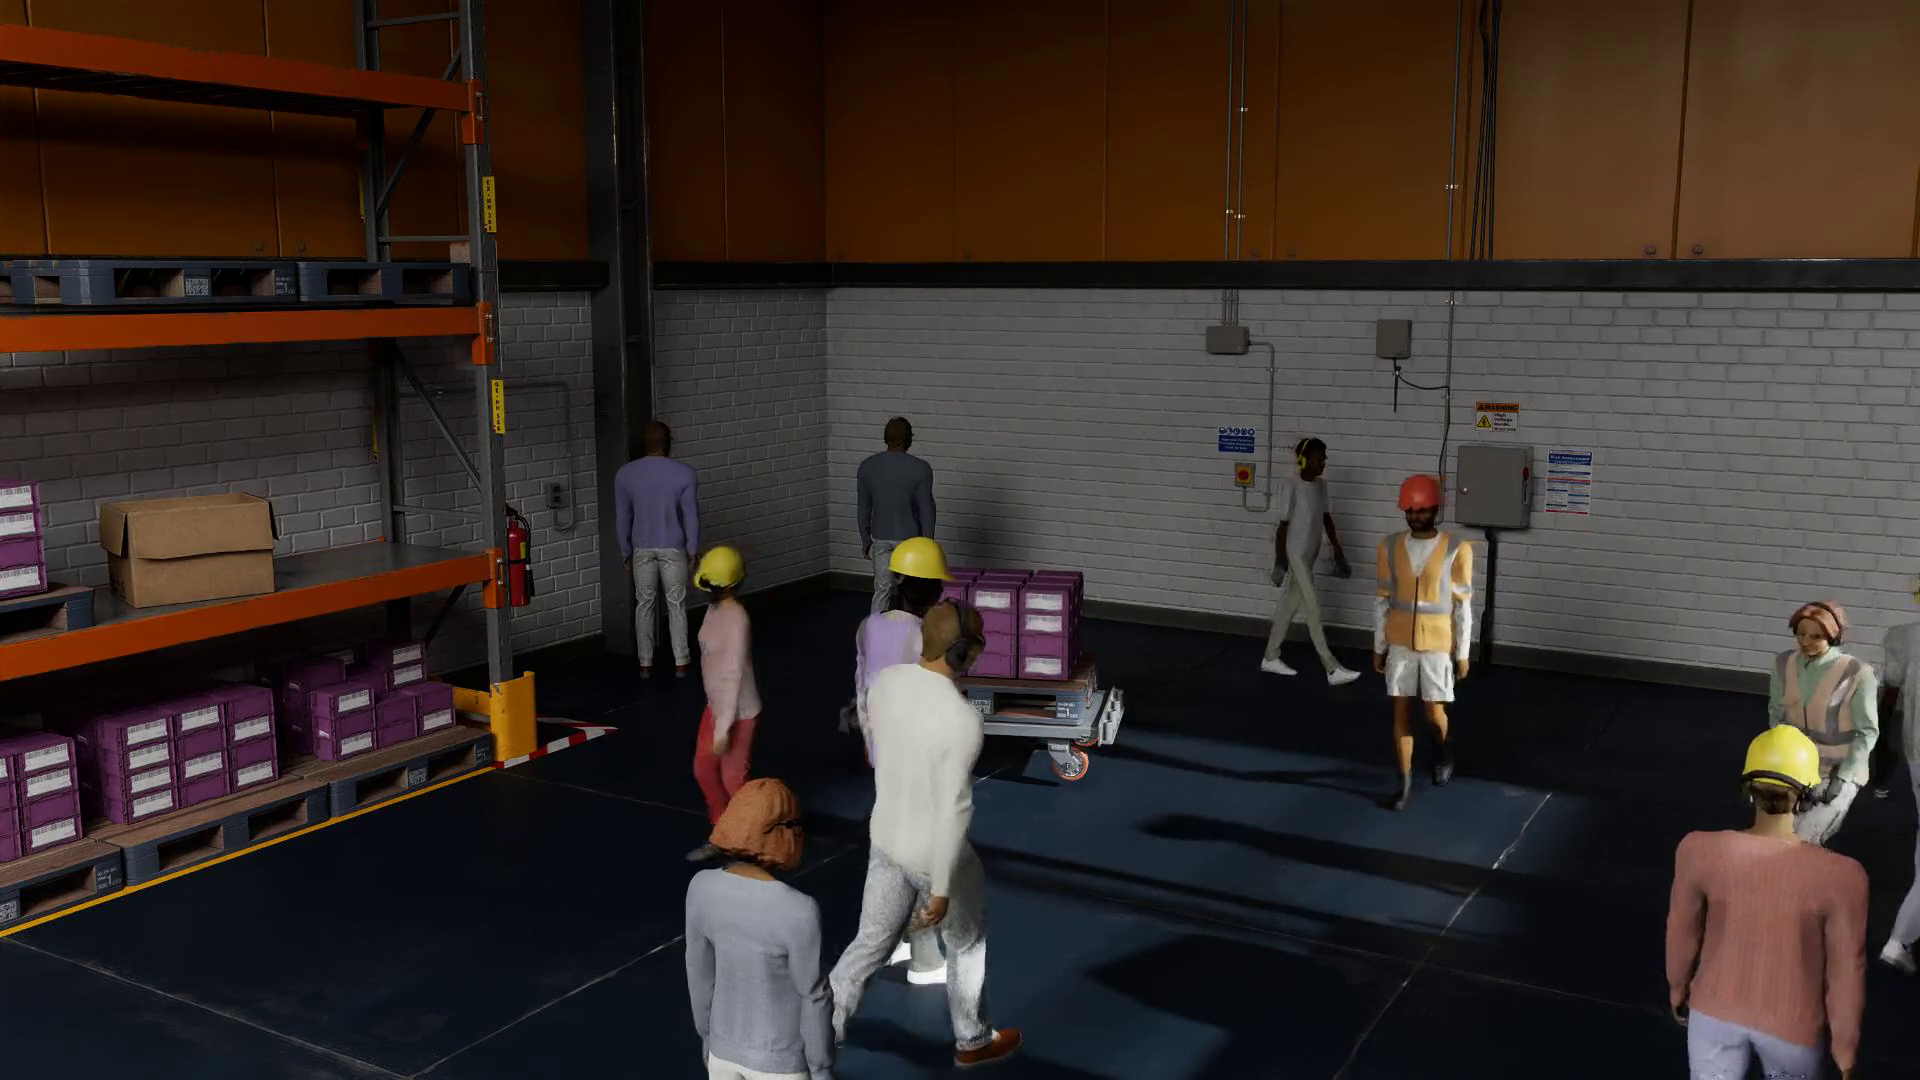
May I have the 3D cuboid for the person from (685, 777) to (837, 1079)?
[{"bbox_3d":[-0.553,1.469,4.716,0.498,1.633,0.279,6,11,34],"label":"person"}]

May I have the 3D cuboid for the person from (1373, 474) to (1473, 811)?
[{"bbox_3d":[2.631,0.566,9.468,0.558,1.918,0.553,6,11,31],"label":"person"}]

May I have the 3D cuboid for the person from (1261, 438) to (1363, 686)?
[{"bbox_3d":[2.635,0.156,12.314,0.948,1.821,0.544,8,12,41],"label":"person"}]

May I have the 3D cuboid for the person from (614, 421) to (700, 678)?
[{"bbox_3d":[-2.261,0.075,12.481,0.628,1.936,0.374,0,9,2],"label":"person"}]

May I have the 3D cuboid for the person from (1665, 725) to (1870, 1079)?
[{"bbox_3d":[2.365,1.394,4.919,0.542,1.721,0.890,6,11,31],"label":"person"}]

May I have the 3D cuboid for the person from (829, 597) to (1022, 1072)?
[{"bbox_3d":[-0.184,1.137,6.028,1.029,1.891,0.643,-9,13,-44],"label":"person"}]

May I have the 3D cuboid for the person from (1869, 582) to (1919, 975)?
[{"bbox_3d":[4.299,0.965,7.286,0.921,1.826,0.530,-6,11,-34],"label":"person"}]

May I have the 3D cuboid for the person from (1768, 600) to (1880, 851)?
[{"bbox_3d":[3.844,1.050,7.438,0.634,1.595,0.531,-4,10,-23],"label":"person"}]

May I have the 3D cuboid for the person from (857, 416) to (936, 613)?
[{"bbox_3d":[-0.481,0.014,12.849,0.637,1.938,0.355,4,10,21],"label":"person"}]

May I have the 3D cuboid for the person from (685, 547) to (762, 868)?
[{"bbox_3d":[-1.156,0.856,8.275,0.450,1.713,0.590,-4,10,-24],"label":"person"}]

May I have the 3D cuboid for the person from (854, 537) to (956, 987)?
[{"bbox_3d":[-0.204,0.940,7.128,0.383,1.920,0.585,-7,12,-38],"label":"person"}]
